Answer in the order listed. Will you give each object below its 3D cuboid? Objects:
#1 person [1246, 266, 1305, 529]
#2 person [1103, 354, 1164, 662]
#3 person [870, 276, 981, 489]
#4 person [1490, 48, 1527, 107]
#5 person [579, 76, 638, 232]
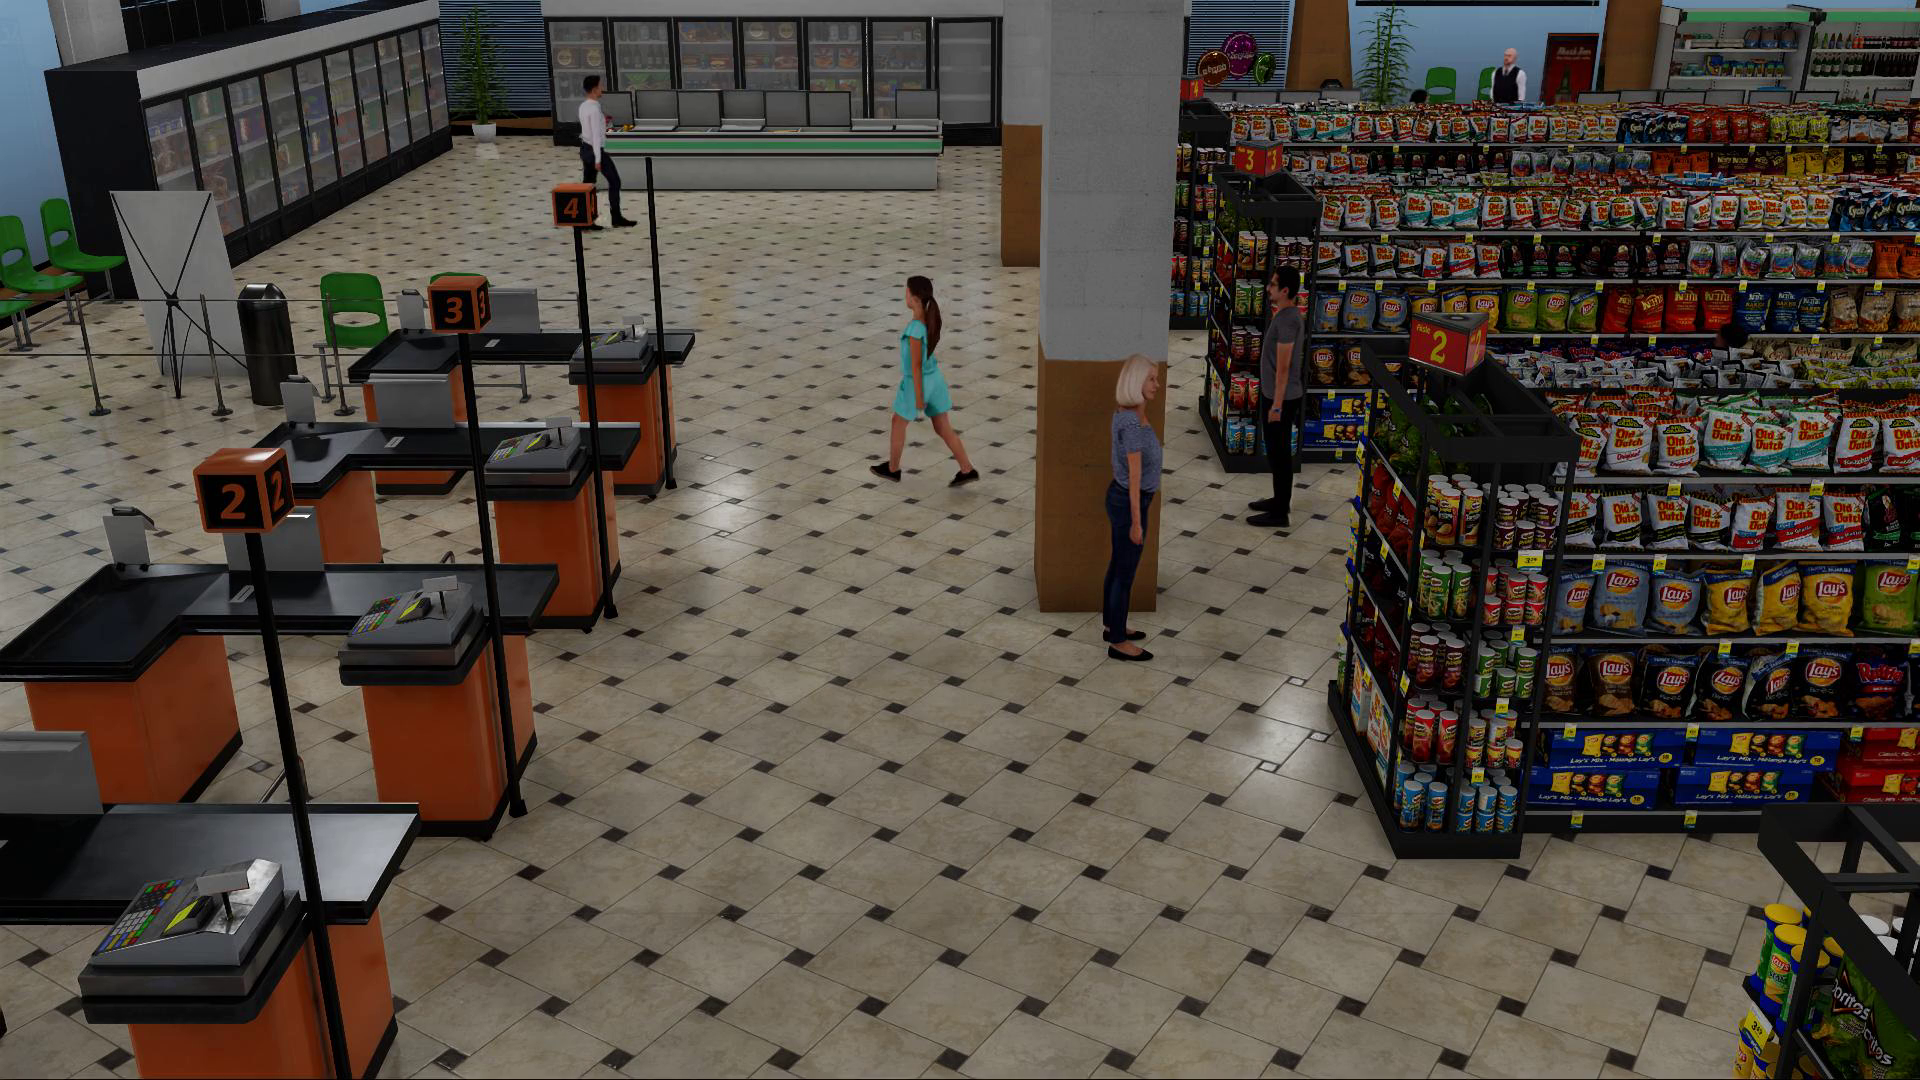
[{"bbox_3d":[2.145,-0.961,11.082,0.574,1.752,0.620,2,22,6],"label":"person"},{"bbox_3d":[0.930,-0.190,9.208,0.498,1.719,0.563,0,22,1],"label":"person"},{"bbox_3d":[-0.189,-1.068,11.655,1.140,1.524,0.932,13,25,29],"label":"person"},{"bbox_3d":[7.818,-6.050,23.726,1.217,1.769,1.259,19,29,39],"label":"person"},{"bbox_3d":[-4.521,-4.661,20.161,1.040,1.848,0.933,-16,27,-35],"label":"person"}]
